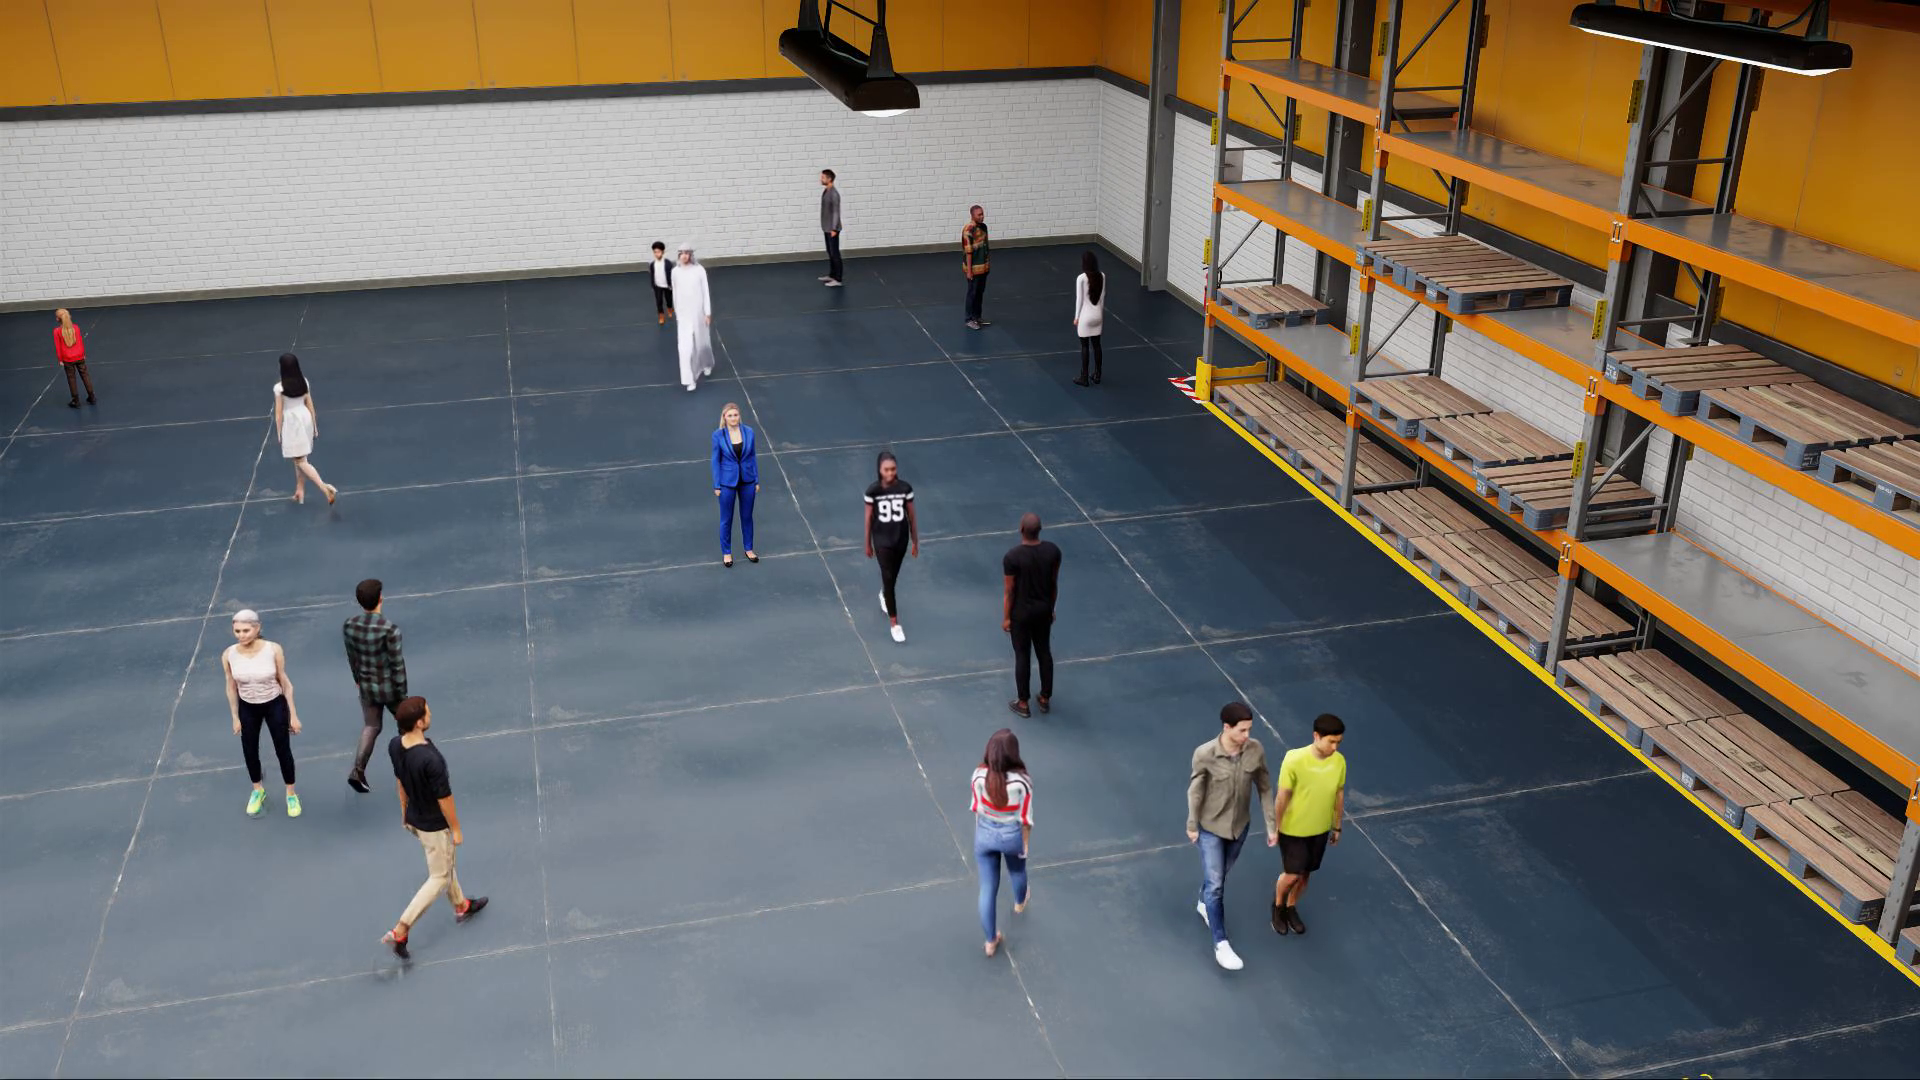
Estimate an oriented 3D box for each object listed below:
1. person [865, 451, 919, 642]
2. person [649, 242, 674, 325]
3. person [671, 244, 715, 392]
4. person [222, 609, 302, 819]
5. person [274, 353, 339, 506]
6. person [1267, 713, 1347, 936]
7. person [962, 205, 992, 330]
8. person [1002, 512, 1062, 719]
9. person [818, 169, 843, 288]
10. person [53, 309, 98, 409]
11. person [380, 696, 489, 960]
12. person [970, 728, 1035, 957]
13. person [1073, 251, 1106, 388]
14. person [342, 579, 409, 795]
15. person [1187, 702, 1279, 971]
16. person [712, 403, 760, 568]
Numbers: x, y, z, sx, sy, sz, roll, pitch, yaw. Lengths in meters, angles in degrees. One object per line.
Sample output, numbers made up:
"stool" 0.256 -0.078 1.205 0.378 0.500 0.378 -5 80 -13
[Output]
"person" -0.662 0.002 15.483 0.645 1.687 1.155 -7 25 -15
"person" -4.460 -3.876 24.938 0.584 1.218 0.751 -1 24 -3
"person" -3.521 -3.001 22.094 0.933 1.894 1.291 1 24 1
"person" -5.255 1.278 12.544 0.694 1.703 0.624 -6 24 -13
"person" -7.123 -1.128 17.998 1.166 1.743 1.016 18 29 35
"person" 2.292 1.863 11.222 0.649 1.690 0.603 -5 24 -12
"person" 0.241 -4.062 24.629 0.858 1.807 0.814 16 28 32
"person" 0.596 0.620 13.903 0.684 1.819 0.591 -9 25 -19
"person" -2.074 -5.038 26.779 0.752 1.873 0.543 -8 25 -18
"person" -11.392 -2.344 21.356 0.608 1.280 0.567 19 30 37
"person" -3.561 1.901 10.958 1.148 1.831 1.140 17 29 33
"person" 0.247 2.020 10.992 0.846 1.586 1.033 4 24 9
"person" 1.717 -2.945 22.074 0.663 1.806 0.606 -14 27 -28
"person" -4.480 1.135 12.682 0.923 1.687 1.104 4 24 8
"person" 1.724 1.848 11.087 0.759 1.825 1.107 -8 25 -18
"person" -2.259 -0.574 16.783 0.655 1.700 0.590 -10 26 -22
